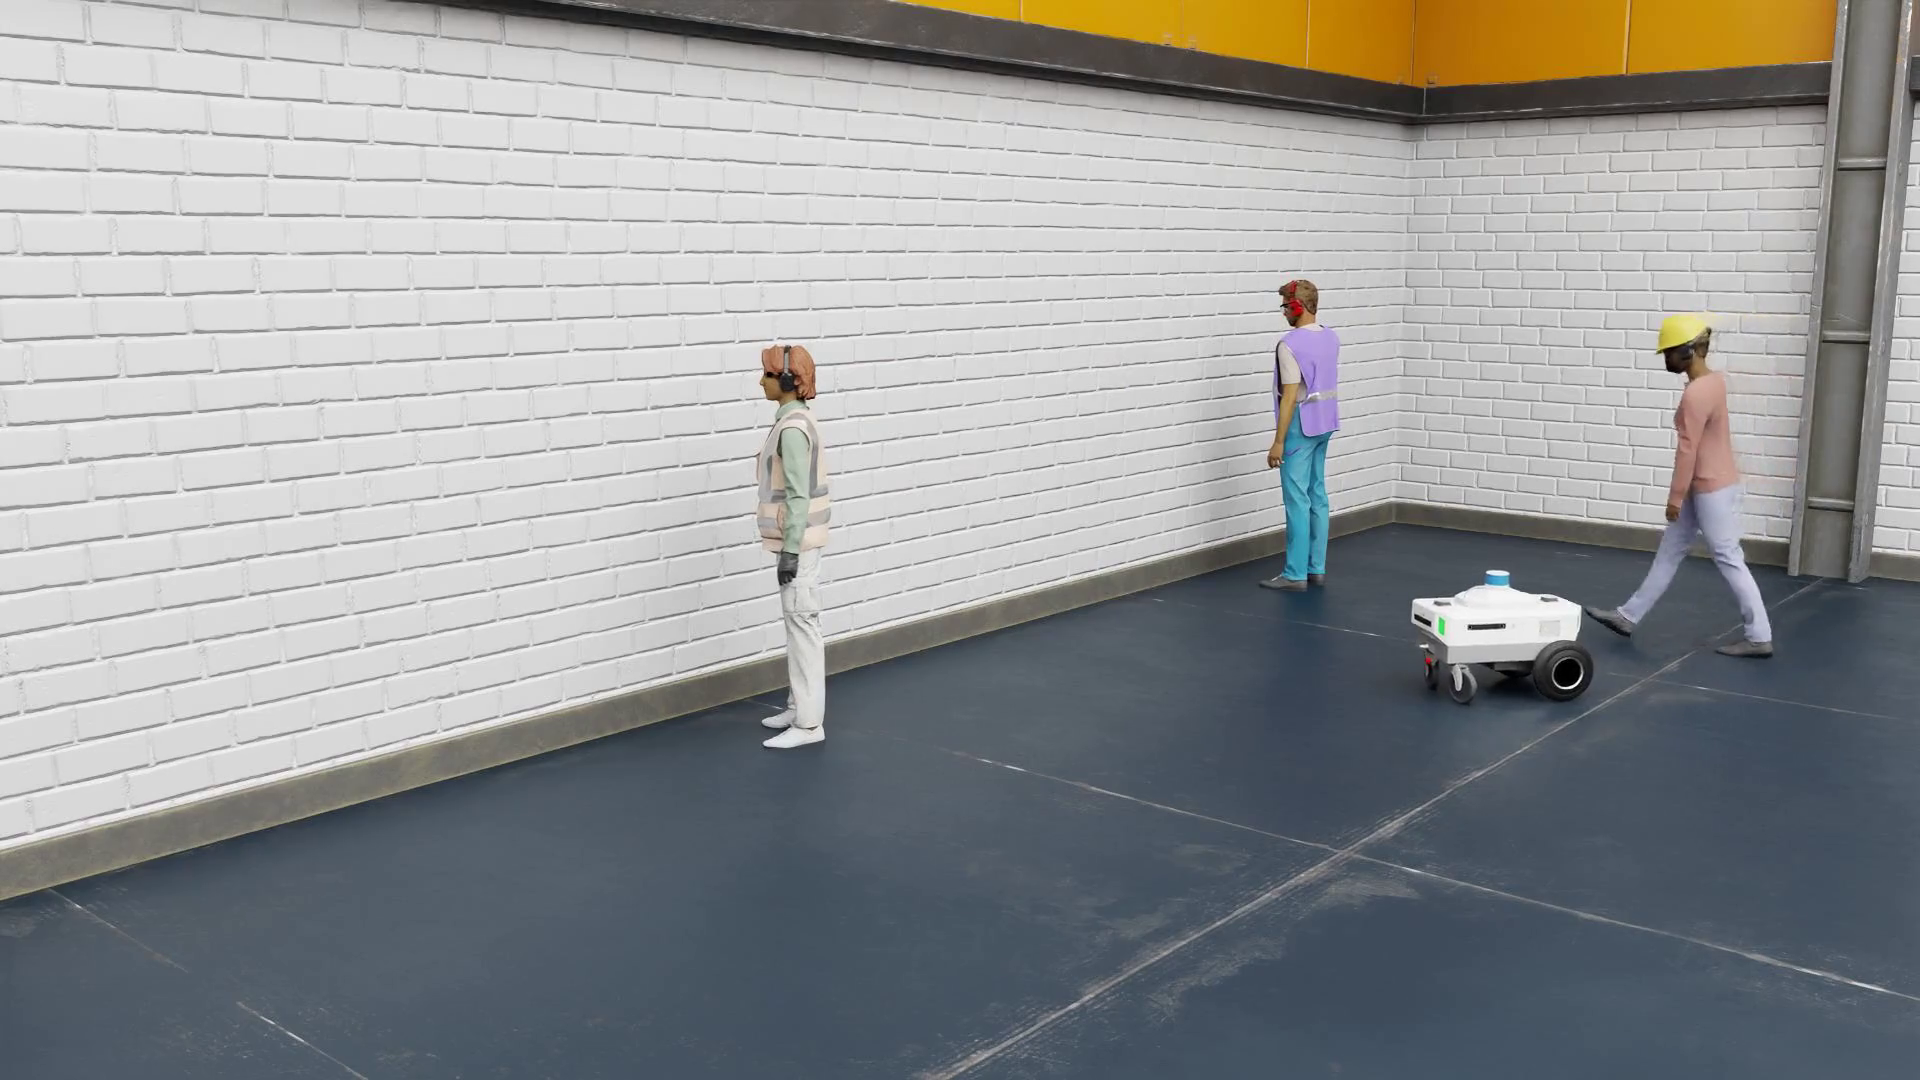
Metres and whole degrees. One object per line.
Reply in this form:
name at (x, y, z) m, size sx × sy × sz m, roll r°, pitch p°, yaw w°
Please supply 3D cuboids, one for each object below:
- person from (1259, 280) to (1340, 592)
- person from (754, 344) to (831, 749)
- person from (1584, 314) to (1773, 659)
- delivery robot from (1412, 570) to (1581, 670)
person at (2.031, -0.610, 9.832) m, size 0.390 × 1.838 × 0.564 m, roll 8°, pitch 13°, yaw 40°
person at (-0.679, 0.025, 6.783) m, size 0.306 × 1.640 × 0.521 m, roll -1°, pitch 10°, yaw -6°
person at (3.648, -0.268, 8.292) m, size 0.934 × 1.685 × 0.585 m, roll 5°, pitch 11°, yaw 29°
delivery robot at (2.432, 0.382, 7.566) m, size 0.707 × 0.478 × 0.477 m, roll -2°, pitch 10°, yaw -9°
